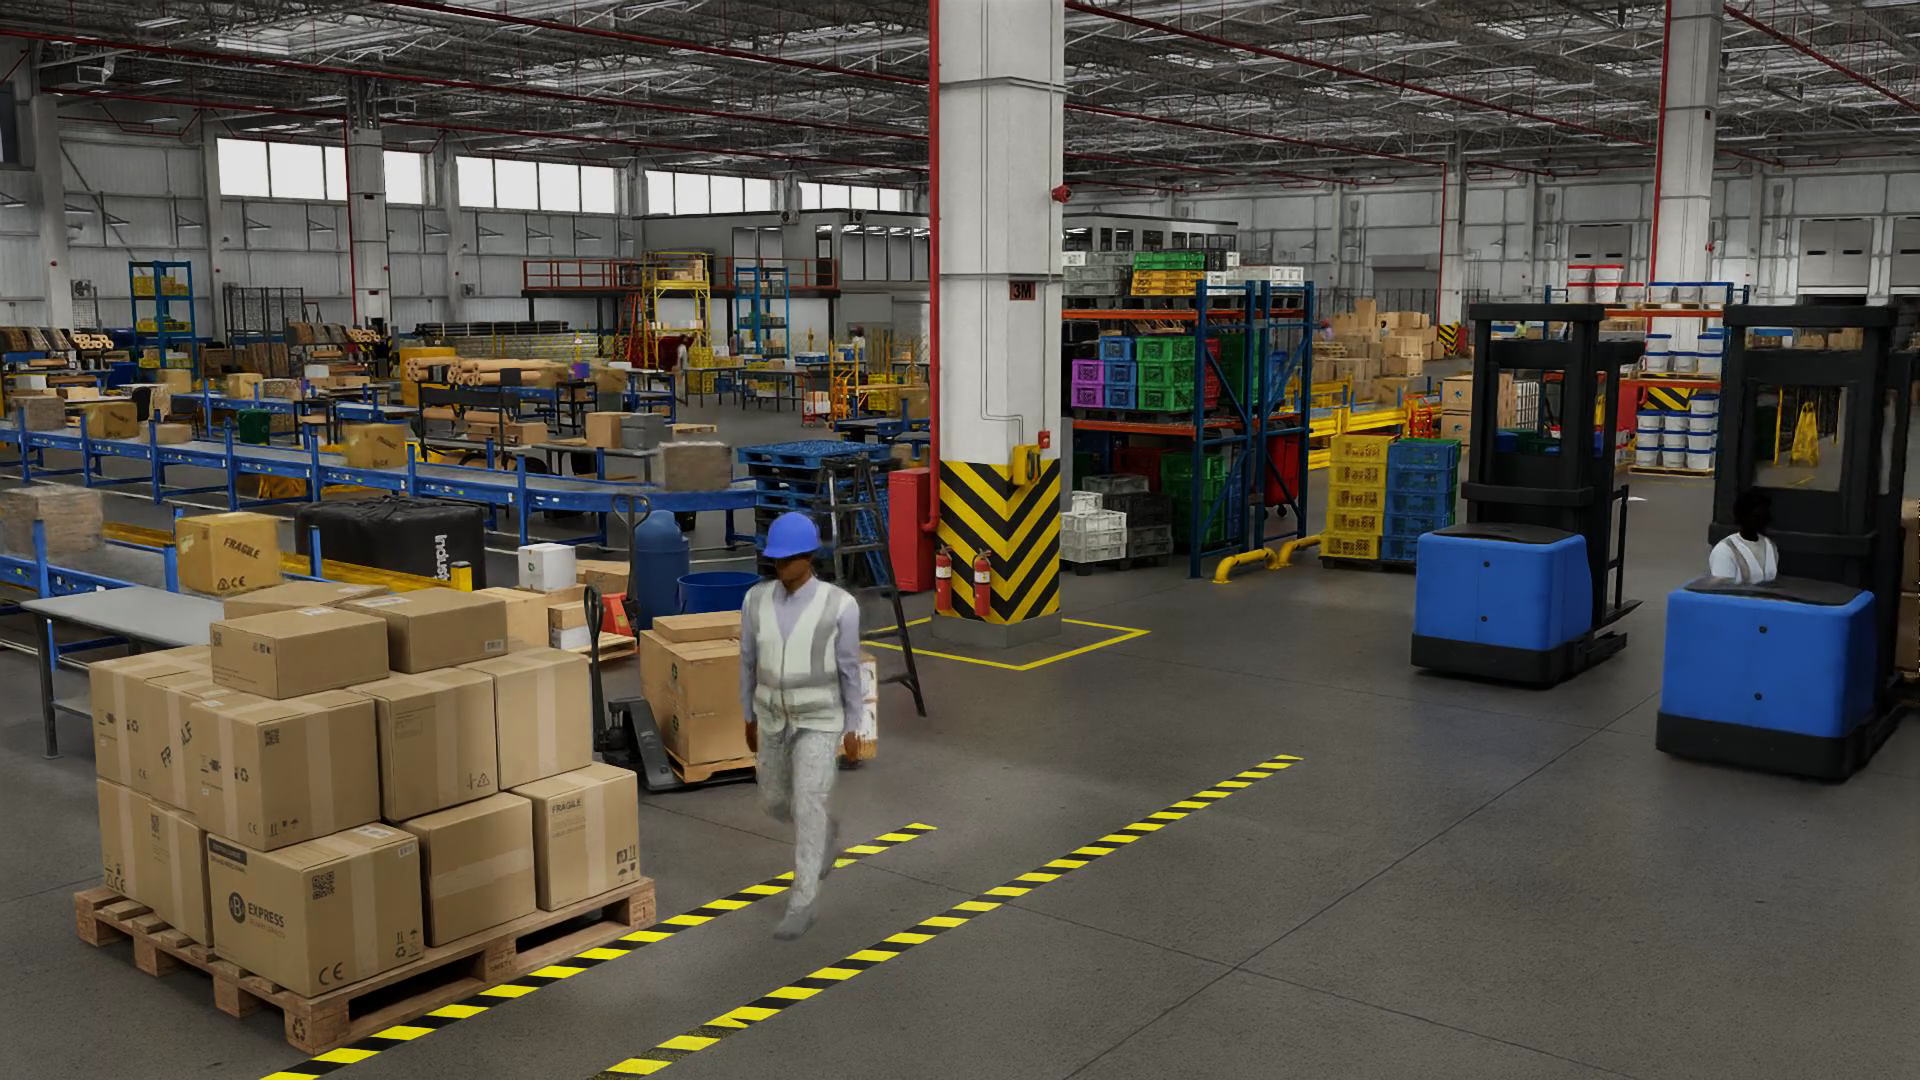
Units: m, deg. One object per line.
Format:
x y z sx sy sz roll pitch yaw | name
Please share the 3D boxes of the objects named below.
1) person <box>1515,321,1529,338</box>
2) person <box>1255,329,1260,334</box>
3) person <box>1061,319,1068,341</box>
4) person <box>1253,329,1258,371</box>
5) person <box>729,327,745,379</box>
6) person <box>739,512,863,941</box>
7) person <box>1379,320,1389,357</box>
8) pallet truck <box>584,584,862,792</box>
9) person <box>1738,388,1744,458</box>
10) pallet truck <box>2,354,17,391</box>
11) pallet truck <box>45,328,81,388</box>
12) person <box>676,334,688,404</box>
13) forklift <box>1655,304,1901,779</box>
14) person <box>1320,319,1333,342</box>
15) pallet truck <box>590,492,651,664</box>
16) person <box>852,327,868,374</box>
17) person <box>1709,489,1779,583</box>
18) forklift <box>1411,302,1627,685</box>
25.064 -9.015 74.221 0.641 1.824 0.678 0 8 0 | person
12.130 -8.192 68.418 0.481 1.897 0.655 -7 11 -40 | person
3.587 -6.785 58.457 0.706 2.000 1.011 -7 11 -39 | person
8.523 -5.246 48.535 0.575 1.900 0.900 -2 9 -14 | person
-7.510 -6.297 56.088 0.524 1.769 0.314 1 8 5 | person
-0.713 0.806 7.689 0.619 1.928 0.749 3 9 22 | person
16.144 -7.447 63.492 0.538 1.869 0.313 -8 11 -42 | person
-1.426 0.805 10.019 1.601 1.201 0.680 -4 9 -26 | pallet truck
13.689 -2.270 29.219 0.442 1.683 0.566 -1 9 -9 | person
-24.881 -4.417 42.634 1.885 1.965 0.823 8 11 41 | pallet truck
-23.775 -4.544 43.495 1.885 1.965 0.823 6 10 35 | pallet truck
-7.269 -4.483 43.604 0.358 1.851 0.625 -1 8 -6 | person
5.255 -0.088 10.492 1.129 2.768 1.873 6 11 37 | forklift
13.235 -7.030 60.321 1.058 1.965 0.716 -1 8 -6 | person
-3.115 0.344 12.883 0.653 1.274 1.630 7 11 37 | pallet truck
-3.007 -5.601 51.085 0.792 1.850 0.596 7 11 40 | person
4.897 0.517 10.421 0.532 1.689 0.321 -4 9 -25 | person
4.379 -0.438 12.852 1.129 2.768 1.873 7 11 37 | forklift
